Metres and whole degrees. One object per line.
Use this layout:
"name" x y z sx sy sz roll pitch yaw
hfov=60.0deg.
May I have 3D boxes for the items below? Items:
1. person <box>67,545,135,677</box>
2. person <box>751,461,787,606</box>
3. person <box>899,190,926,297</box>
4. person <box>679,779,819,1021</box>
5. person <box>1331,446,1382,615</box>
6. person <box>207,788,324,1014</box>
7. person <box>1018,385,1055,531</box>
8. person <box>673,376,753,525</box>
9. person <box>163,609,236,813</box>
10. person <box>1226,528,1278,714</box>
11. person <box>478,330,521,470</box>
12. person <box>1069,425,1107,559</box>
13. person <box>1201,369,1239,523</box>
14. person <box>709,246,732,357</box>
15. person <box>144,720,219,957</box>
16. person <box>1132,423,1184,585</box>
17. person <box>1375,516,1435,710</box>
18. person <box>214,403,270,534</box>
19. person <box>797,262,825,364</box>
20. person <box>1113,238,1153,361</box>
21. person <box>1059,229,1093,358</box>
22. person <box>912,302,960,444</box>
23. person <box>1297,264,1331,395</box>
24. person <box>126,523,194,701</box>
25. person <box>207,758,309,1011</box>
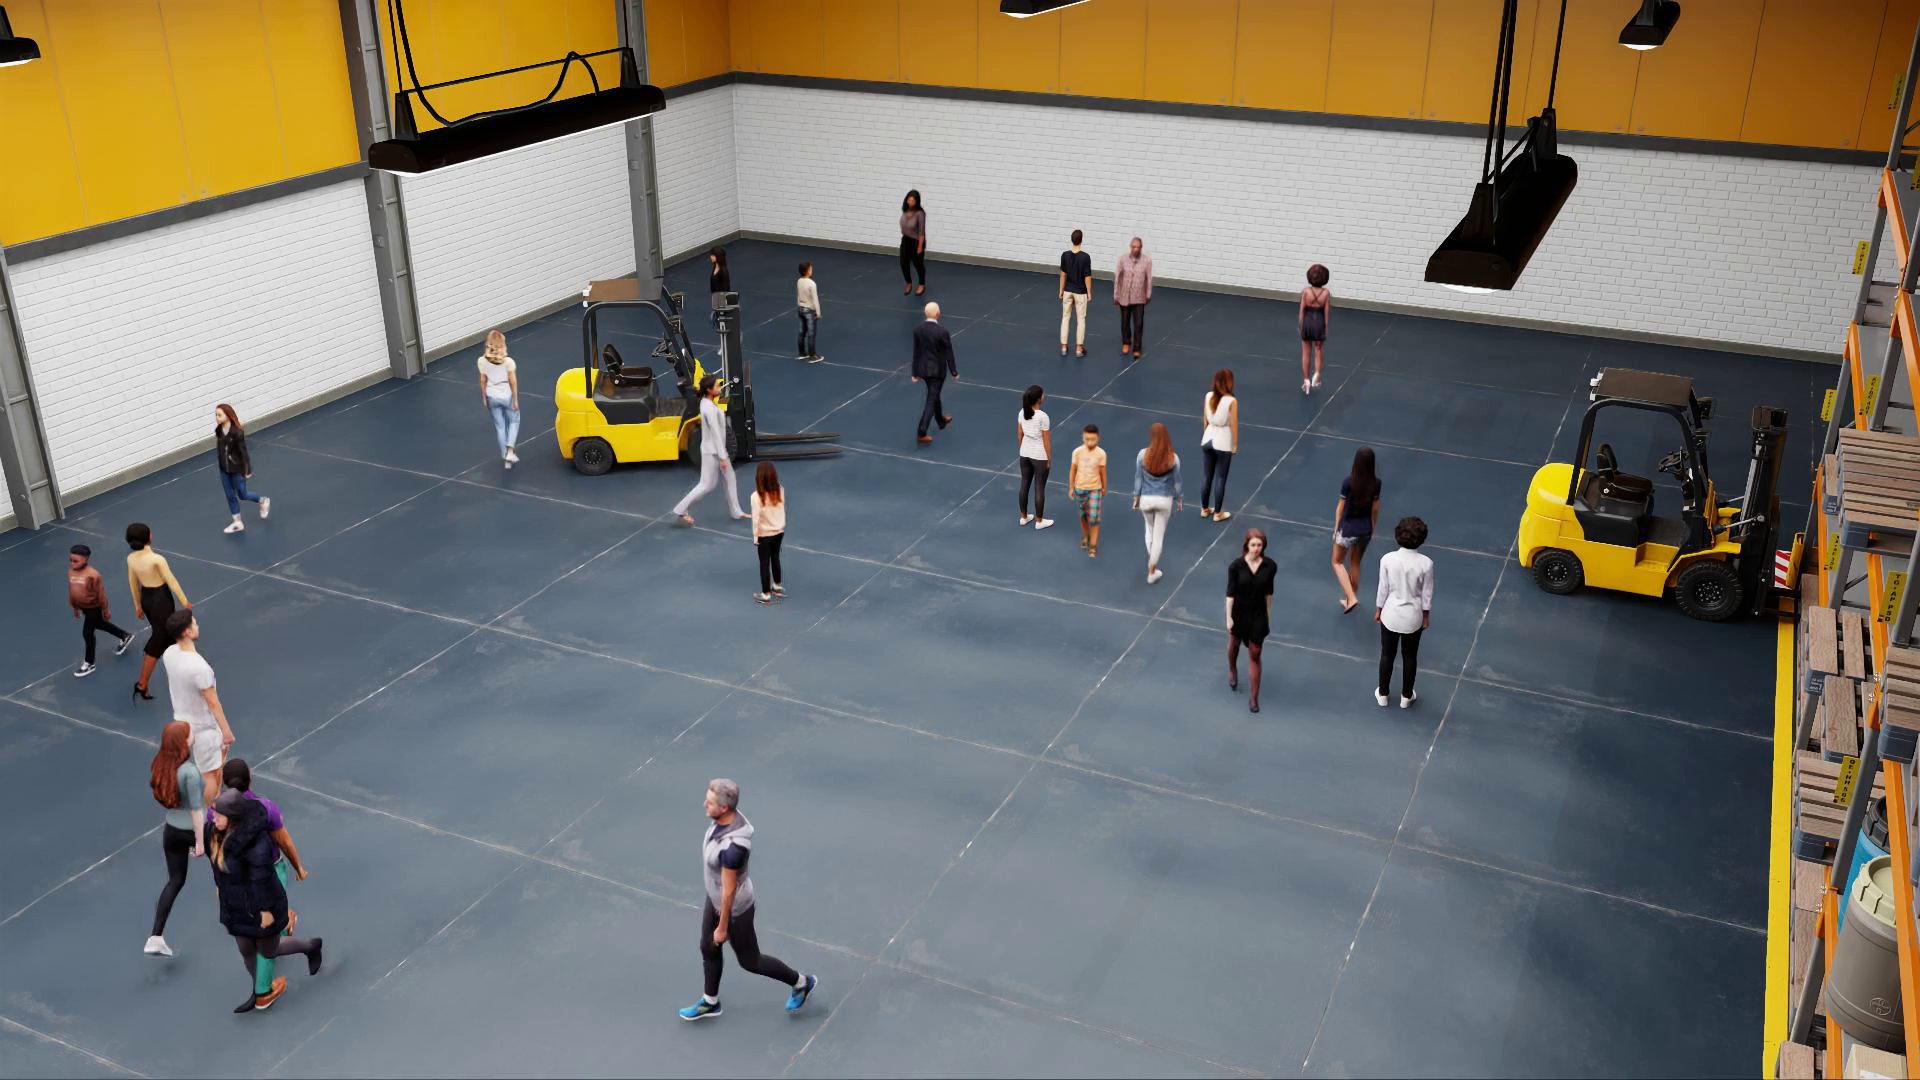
"person" -8.061 0.595 15.529 0.565 1.236 0.924 10 25 21
"person" -1.896 -0.075 16.767 0.698 1.471 0.574 16 28 32
"person" -0.743 -4.869 27.322 0.778 1.802 0.719 -22 32 -40
"person" -1.396 2.360 10.782 1.213 1.803 1.148 -8 25 -18
"person" 3.897 -0.038 16.335 0.812 1.750 0.907 -3 24 -7
"person" -4.598 2.344 10.994 0.754 1.664 0.943 16 28 33
"person" 0.824 -0.934 18.514 0.623 1.646 0.607 19 30 37
"person" -2.826 -0.966 18.517 1.113 1.703 1.171 -3 24 -8
"person" -5.977 1.436 12.857 0.802 1.835 0.778 20 30 38
"person" 2.540 0.652 14.866 0.882 1.662 1.153 1 24 1
"person" -5.565 -1.663 20.097 0.745 1.715 0.785 -1 24 -1
"person" 1.385 -0.573 17.948 0.671 1.437 0.955 5 24 11
"person" 2.872 -1.066 18.645 0.647 1.783 0.622 19 30 37
"person" -3.426 -3.531 24.468 0.729 1.635 0.692 -13 27 -27
"person" -5.407 2.090 11.526 0.607 1.702 1.168 9 25 20
"person" 1.992 -0.341 17.122 0.691 1.675 0.797 9 25 19
"person" 3.919 0.639 14.713 0.663 1.809 0.616 7 24 15
"person" -8.029 -0.825 18.486 0.572 1.469 0.815 10 25 21
"person" -2.233 -3.327 24.219 0.603 1.461 0.590 20 31 39
"person" 2.519 -3.559 24.372 0.880 1.763 1.209 4 24 9
"person" 1.692 -3.630 24.427 0.643 1.850 0.556 9 25 21
"person" -0.373 -2.072 20.979 0.810 1.758 1.243 15 28 31
"person" 4.829 -2.856 22.751 0.651 1.774 0.731 2 24 5
"person" -7.238 0.677 14.880 0.576 1.604 1.034 11 26 24
"person" -4.698 2.298 11.019 0.955 1.727 1.208 0 24 1
